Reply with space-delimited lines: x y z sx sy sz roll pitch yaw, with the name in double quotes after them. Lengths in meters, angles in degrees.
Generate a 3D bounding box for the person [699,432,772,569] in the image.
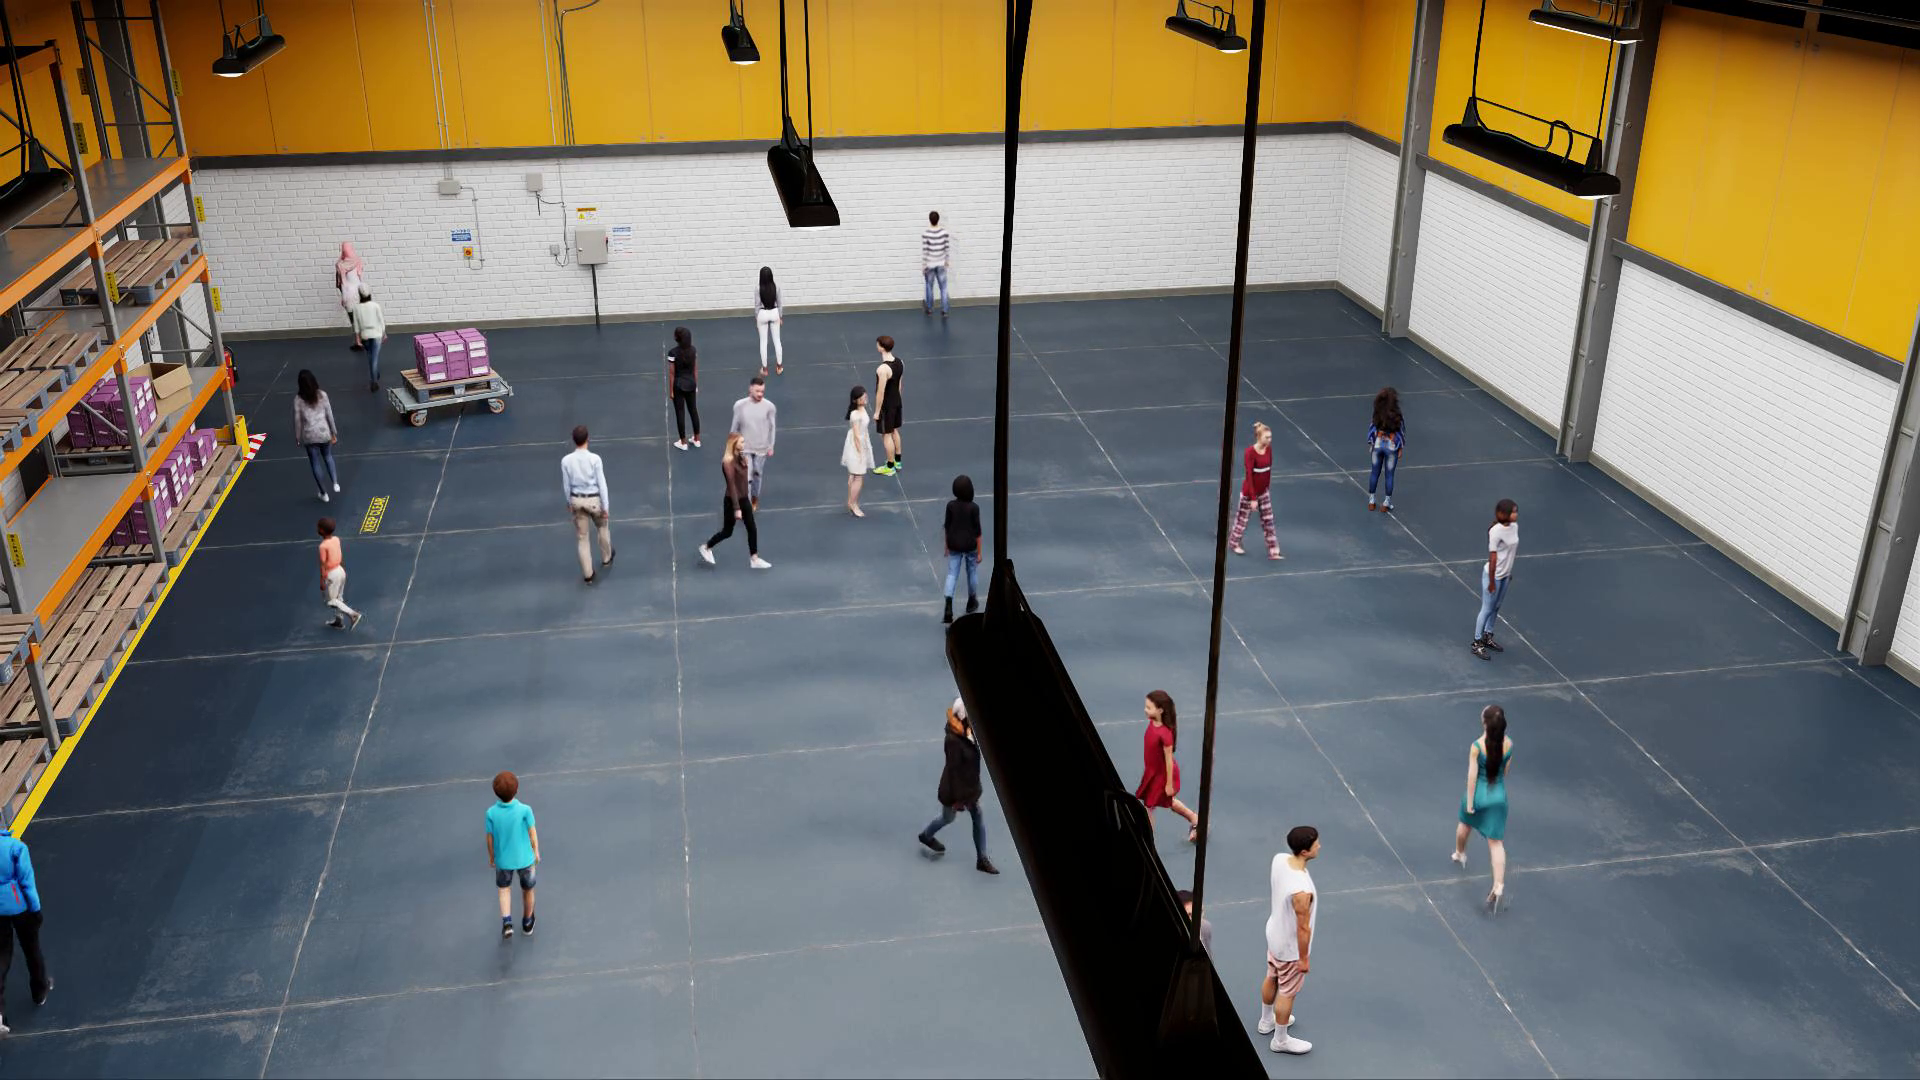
-2.656 -0.431 19.167 1.010 1.674 1.109 8 25 17 "person"

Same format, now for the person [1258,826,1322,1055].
2.302 2.781 11.681 0.703 1.786 0.485 -5 24 -11 "person"

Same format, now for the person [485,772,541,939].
-3.447 2.468 12.827 0.530 1.441 0.662 -3 24 -7 "person"

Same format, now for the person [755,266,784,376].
-2.991 -3.446 26.003 0.622 1.725 0.572 -8 25 -18 "person"

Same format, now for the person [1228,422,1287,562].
3.392 -0.574 19.504 0.911 1.666 1.133 -15 28 -30 "person"

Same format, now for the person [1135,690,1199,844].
1.754 1.947 13.917 0.651 1.523 0.959 -6 24 -13 "person"

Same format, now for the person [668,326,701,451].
-3.804 -2.104 22.928 0.693 1.727 0.727 -21 31 -40 "person"

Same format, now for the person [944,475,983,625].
0.011 0.127 17.886 0.816 1.679 1.088 5 24 10 "person"

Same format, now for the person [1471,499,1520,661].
5.574 0.378 17.261 0.668 1.719 0.687 -19 30 -37 "person"

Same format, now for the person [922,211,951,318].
-0.399 -4.791 28.918 0.641 1.854 0.752 -4 24 -10 "person"

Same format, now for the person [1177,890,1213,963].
1.471 3.057 11.191 0.632 1.672 0.603 -7 25 -15 "person"

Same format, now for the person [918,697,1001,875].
-0.049 1.994 13.709 1.129 1.604 1.030 16 28 32 "person"

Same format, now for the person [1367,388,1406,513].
5.337 -1.147 20.871 0.705 1.621 0.746 13 27 27 "person"

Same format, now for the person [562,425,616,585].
-4.242 -0.363 18.839 0.775 1.812 1.063 -1 24 -2 "person"

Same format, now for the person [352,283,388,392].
-8.960 -3.057 25.253 0.618 1.611 0.997 -2 24 -4 "person"

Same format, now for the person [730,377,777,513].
-2.562 -1.183 20.737 0.804 1.795 1.005 0 24 -1 "person"

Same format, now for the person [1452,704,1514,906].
4.257 2.139 13.327 0.593 1.643 1.061 -3 24 -6 "person"

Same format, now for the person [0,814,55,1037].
-6.831 2.703 11.867 0.633 1.778 1.017 -3 24 -7 "person"

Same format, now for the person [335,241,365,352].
-9.887 -3.982 27.130 0.786 1.803 0.729 16 28 32 "person"

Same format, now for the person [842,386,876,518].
-1.275 -1.097 20.603 0.883 1.744 0.654 -5 24 -11 "person"

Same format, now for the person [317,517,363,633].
-6.656 0.385 17.767 0.719 1.301 0.738 6 24 14 "person"

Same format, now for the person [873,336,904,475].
-0.941 -1.787 22.003 0.834 1.889 0.730 14 27 29 "person"

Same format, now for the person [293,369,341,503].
-8.145 -1.298 21.093 0.731 1.721 0.751 -19 30 -37 "person"
